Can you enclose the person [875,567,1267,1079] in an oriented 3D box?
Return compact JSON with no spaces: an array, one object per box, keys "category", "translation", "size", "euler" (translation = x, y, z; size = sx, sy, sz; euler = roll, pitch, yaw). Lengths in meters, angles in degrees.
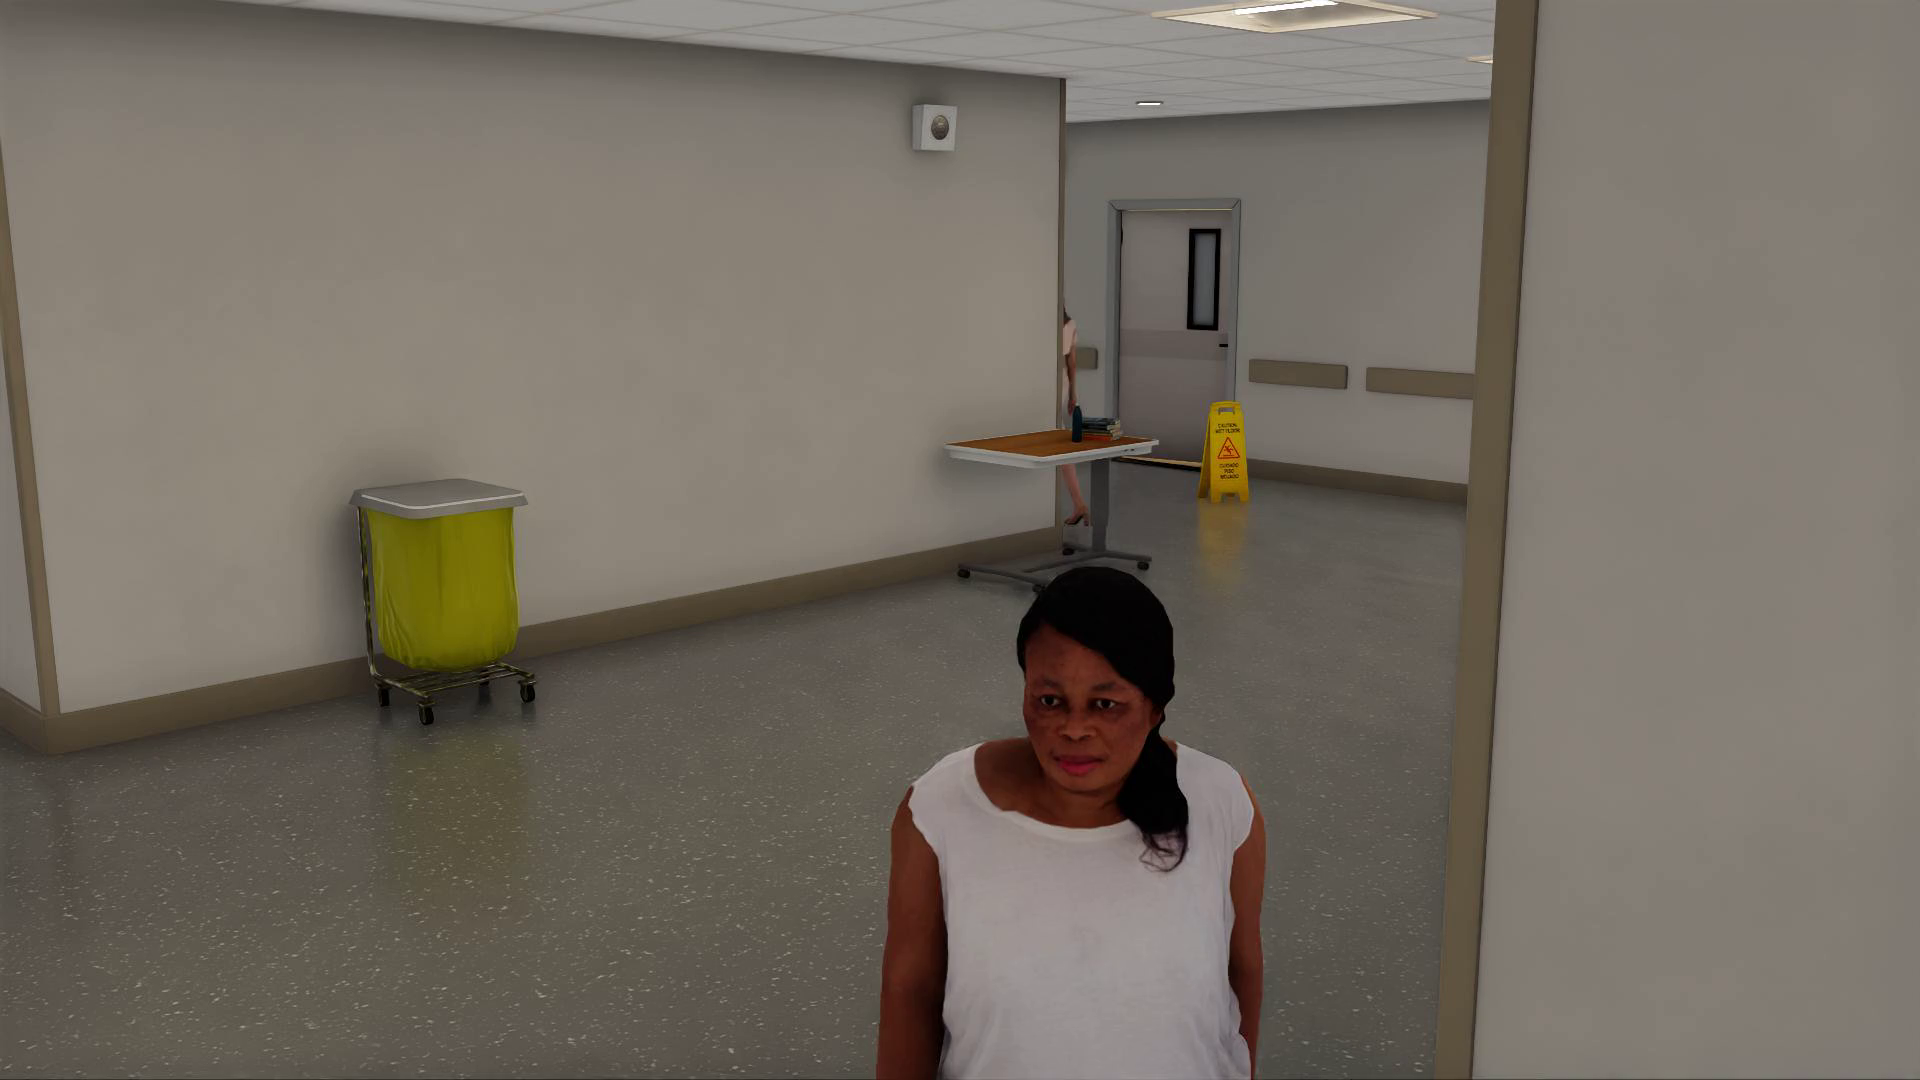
[{"category":"person","translation":[0.183,0.847,2.355],"size":[1.125,1.644,1.129],"euler":[1,11,6]}]
